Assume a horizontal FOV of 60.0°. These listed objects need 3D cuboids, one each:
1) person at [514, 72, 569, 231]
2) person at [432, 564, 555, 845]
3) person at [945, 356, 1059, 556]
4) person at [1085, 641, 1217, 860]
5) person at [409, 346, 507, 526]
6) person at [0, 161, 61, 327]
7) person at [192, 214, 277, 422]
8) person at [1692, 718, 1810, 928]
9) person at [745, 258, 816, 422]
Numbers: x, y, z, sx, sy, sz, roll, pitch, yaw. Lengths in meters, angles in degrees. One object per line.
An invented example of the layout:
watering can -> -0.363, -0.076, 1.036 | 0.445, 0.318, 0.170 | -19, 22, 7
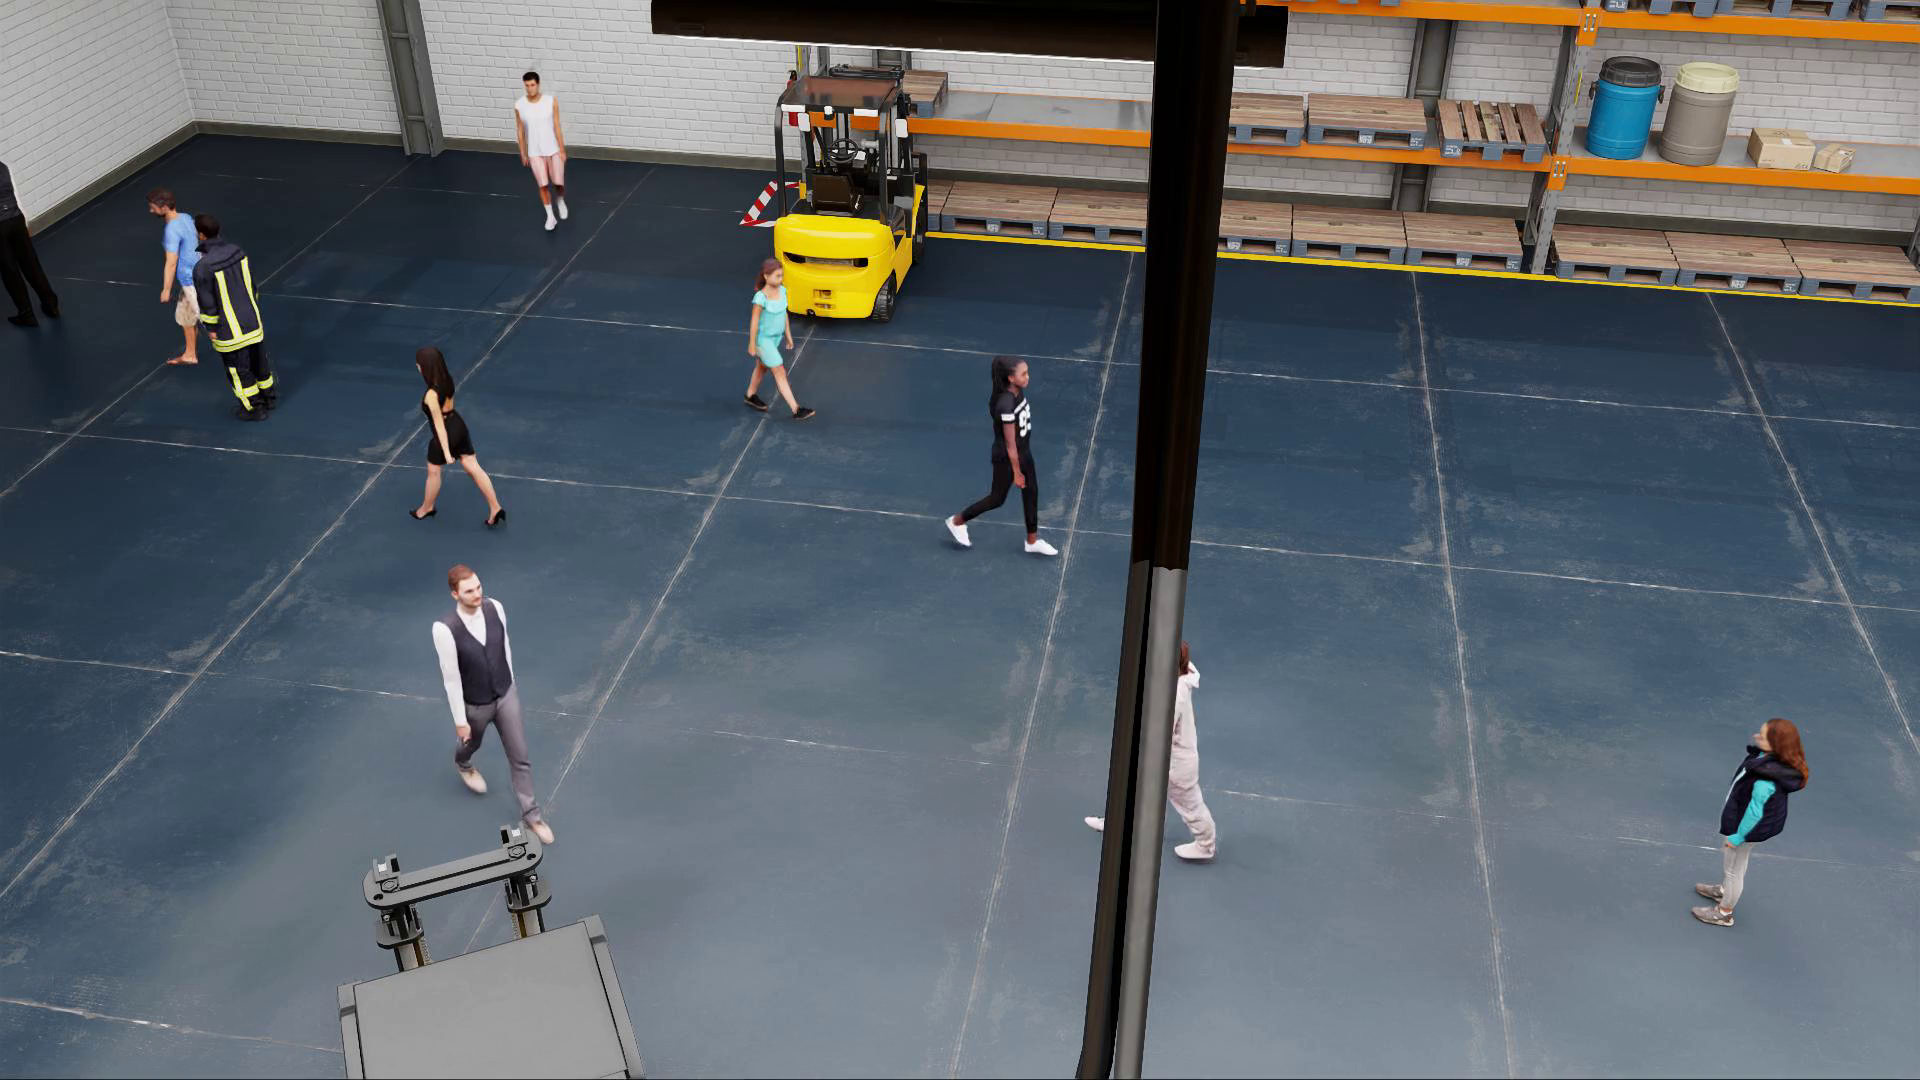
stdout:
person -> -4.593, -4.343, 18.423 | 0.767, 1.775, 0.819 | -4, 34, -5
person -> -3.019, 0.950, 10.340 | 1.137, 1.906, 1.310 | -28, 43, -35
person -> 0.306, -0.626, 12.900 | 1.169, 1.699, 0.722 | 11, 35, 15
person -> 1.375, 1.300, 10.061 | 1.084, 1.633, 0.743 | 1, 34, 1
person -> -3.964, -0.774, 13.211 | 1.045, 1.601, 0.591 | 7, 34, 11
person -> -9.382, -3.047, 16.351 | 0.754, 1.909, 0.784 | 17, 37, 24
person -> -6.425, -1.979, 14.729 | 0.788, 1.927, 0.866 | 14, 36, 20
person -> 4.598, 1.626, 9.689 | 0.670, 1.501, 0.643 | 16, 37, 23
person -> -1.764, -1.801, 14.839 | 1.123, 1.508, 0.820 | 20, 39, 28
